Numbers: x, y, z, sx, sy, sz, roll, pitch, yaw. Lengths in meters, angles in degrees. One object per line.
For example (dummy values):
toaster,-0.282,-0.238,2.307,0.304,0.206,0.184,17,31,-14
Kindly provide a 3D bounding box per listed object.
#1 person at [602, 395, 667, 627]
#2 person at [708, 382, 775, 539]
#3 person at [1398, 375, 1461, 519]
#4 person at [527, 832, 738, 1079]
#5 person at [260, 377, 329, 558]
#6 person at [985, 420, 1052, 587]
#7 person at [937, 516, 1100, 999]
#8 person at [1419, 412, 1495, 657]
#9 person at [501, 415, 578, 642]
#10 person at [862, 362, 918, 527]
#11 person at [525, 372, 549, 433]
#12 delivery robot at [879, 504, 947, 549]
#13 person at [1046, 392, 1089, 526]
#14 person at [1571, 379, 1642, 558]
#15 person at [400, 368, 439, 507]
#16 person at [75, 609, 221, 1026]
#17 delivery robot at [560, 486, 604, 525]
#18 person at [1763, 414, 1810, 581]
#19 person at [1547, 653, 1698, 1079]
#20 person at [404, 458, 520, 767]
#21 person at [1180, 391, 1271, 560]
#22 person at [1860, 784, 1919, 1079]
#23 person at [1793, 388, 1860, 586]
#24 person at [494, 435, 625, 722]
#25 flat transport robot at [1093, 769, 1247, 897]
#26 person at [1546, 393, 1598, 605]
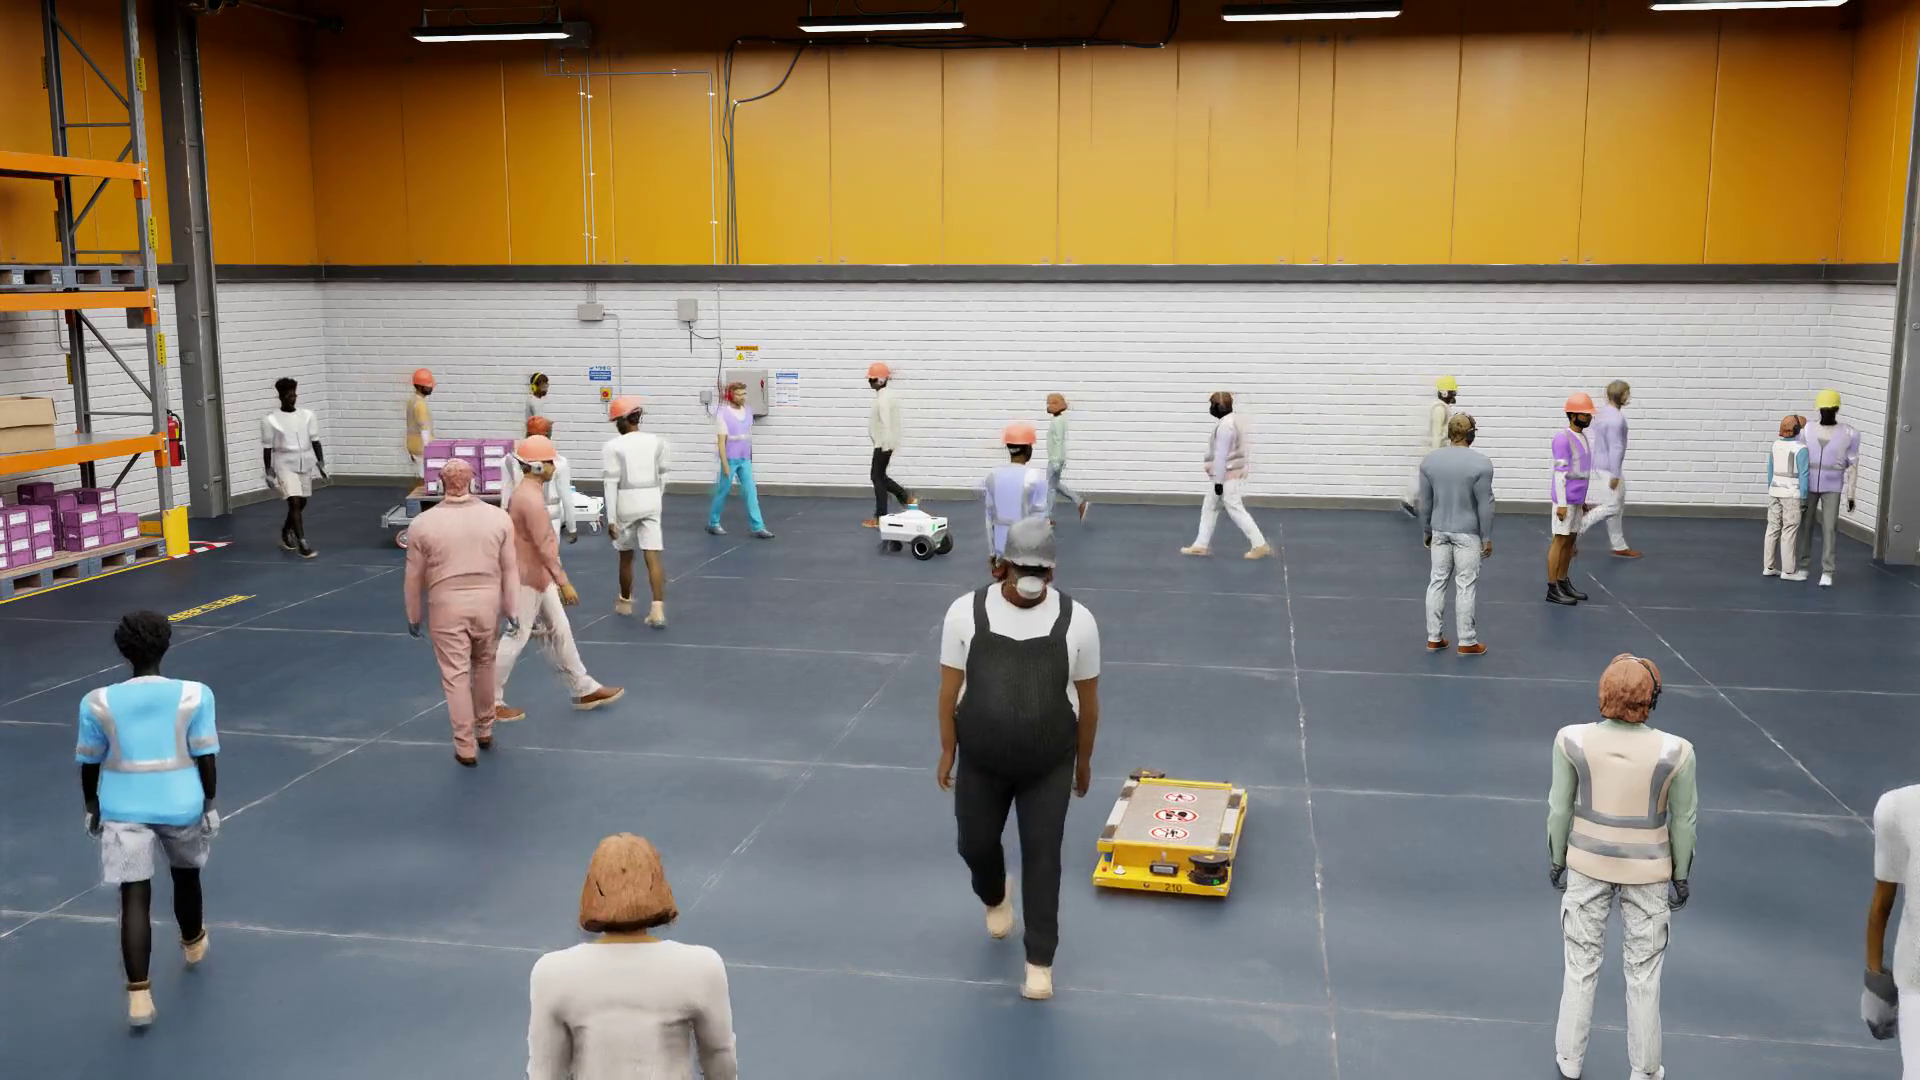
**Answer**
person,-2.785,-0.245,14.339,0.597,1.991,0.986,-5,10,-28
person,-2.565,-0.910,18.994,0.986,1.797,0.589,7,12,38
person,5.798,-1.108,20.205,0.862,1.802,0.592,2,9,13
person,-0.843,1.536,4.384,0.511,1.599,0.796,0,9,-1
person,-7.193,-0.801,17.903,0.953,1.931,0.625,8,12,40
person,0.444,0.063,12.520,0.563,1.927,0.424,7,11,35
person,0.251,0.874,7.149,0.702,2.000,0.752,1,9,4
person,3.929,-0.045,13.165,0.627,1.940,0.372,9,13,44
person,-3.443,-0.098,13.681,0.596,1.875,0.500,2,9,14
person,-0.858,-1.131,19.766,0.564,1.979,0.631,0,9,-1
person,-5.255,-1.153,20.457,0.845,1.825,0.547,-2,9,-10
delivery robot,-0.504,-0.142,17.758,0.707,0.478,0.477,4,10,26
person,1.194,-0.955,19.791,0.617,1.613,0.511,1,9,5
person,6.819,-0.742,17.558,0.742,1.926,0.647,2,9,11
person,-6.366,-1.080,19.663,0.453,1.914,0.542,-4,10,-24
person,-3.350,1.110,6.898,0.543,1.647,0.899,-4,10,-21
delivery robot,-4.485,-0.377,19.211,0.707,0.478,0.477,-1,9,-4
person,8.163,-0.419,16.409,0.307,1.641,0.511,-2,9,-14
person,2.436,1.233,6.157,0.514,1.641,0.309,4,10,25
person,-3.130,0.426,10.396,0.673,1.881,0.785,-5,10,-27
person,2.859,-0.684,17.605,0.952,1.798,0.629,2,9,15
person,2.979,1.321,4.978,0.523,1.849,0.678,3,10,19
person,8.396,-0.527,16.212,0.591,1.927,0.383,7,11,37
person,-2.838,0.262,11.272,1.011,1.941,0.610,-2,9,-14
flat transport robot,1.128,1.505,8.703,0.652,0.197,1.431,2,9,13
person,5.620,-0.382,15.252,0.364,1.939,0.542,8,12,41
